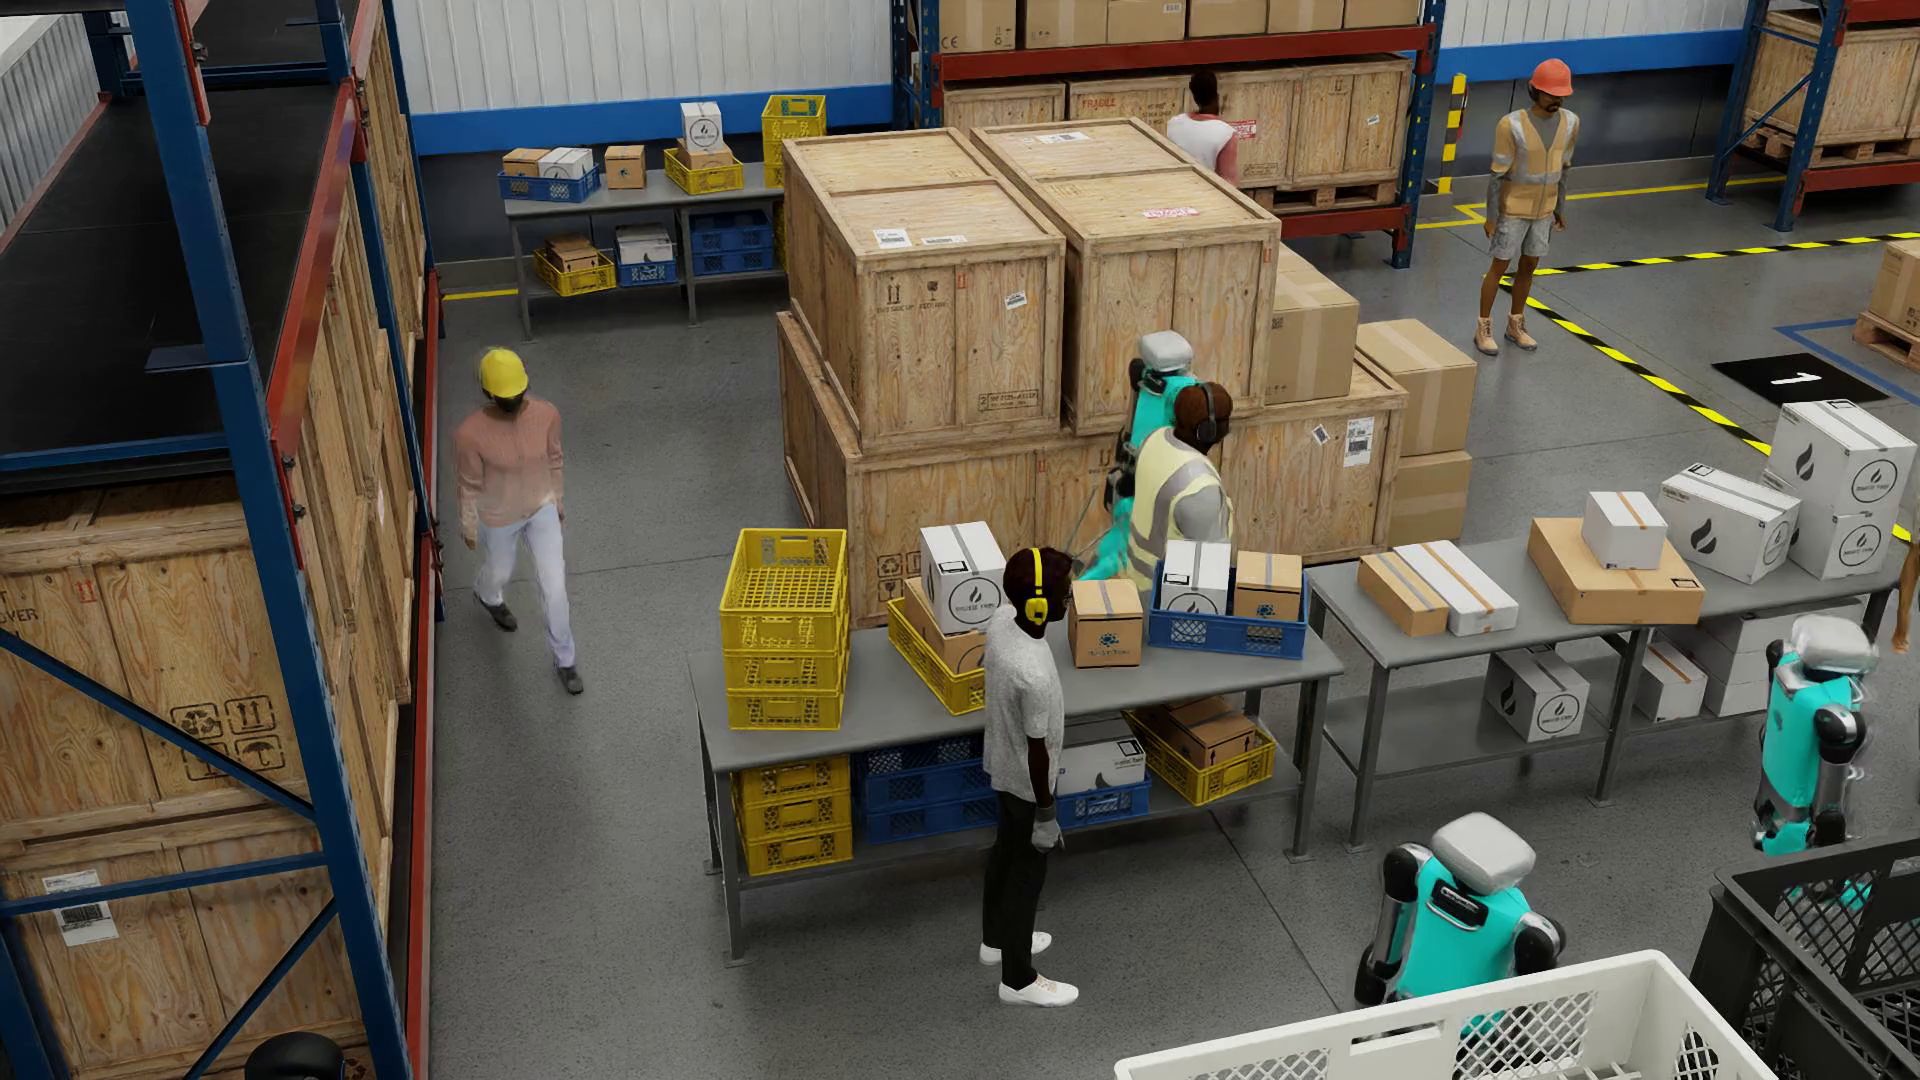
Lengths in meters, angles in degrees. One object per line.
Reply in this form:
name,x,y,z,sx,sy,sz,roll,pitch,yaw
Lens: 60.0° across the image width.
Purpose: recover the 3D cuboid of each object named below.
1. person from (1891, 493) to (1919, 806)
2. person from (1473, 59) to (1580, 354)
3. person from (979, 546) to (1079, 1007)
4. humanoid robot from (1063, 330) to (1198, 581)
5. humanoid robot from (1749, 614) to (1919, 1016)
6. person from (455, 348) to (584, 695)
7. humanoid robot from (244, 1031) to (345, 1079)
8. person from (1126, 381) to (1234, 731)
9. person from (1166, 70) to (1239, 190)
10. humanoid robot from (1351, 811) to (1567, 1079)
person,4.132,0.377,6.835,0.621,1.804,0.550,17,33,28
person,3.896,-2.264,11.391,0.614,2.039,0.385,-7,30,-13
person,0.247,0.845,5.924,0.313,1.869,0.532,-7,30,-13
humanoid robot,0.609,-0.066,7.734,0.971,1.769,0.547,-13,32,-23
humanoid robot,3.149,1.055,5.715,0.973,1.770,0.536,1,29,2
person,-2.143,-0.171,7.922,0.530,1.717,0.892,-18,34,-29
humanoid robot,-1.566,1.882,4.226,0.315,1.657,0.599,-7,30,-13
person,0.947,0.178,7.186,0.505,1.828,0.616,-4,29,-7
person,1.636,-2.287,11.586,0.373,1.899,0.637,-21,35,-33
humanoid robot,1.120,1.661,4.627,0.976,1.773,0.535,-23,36,-35
